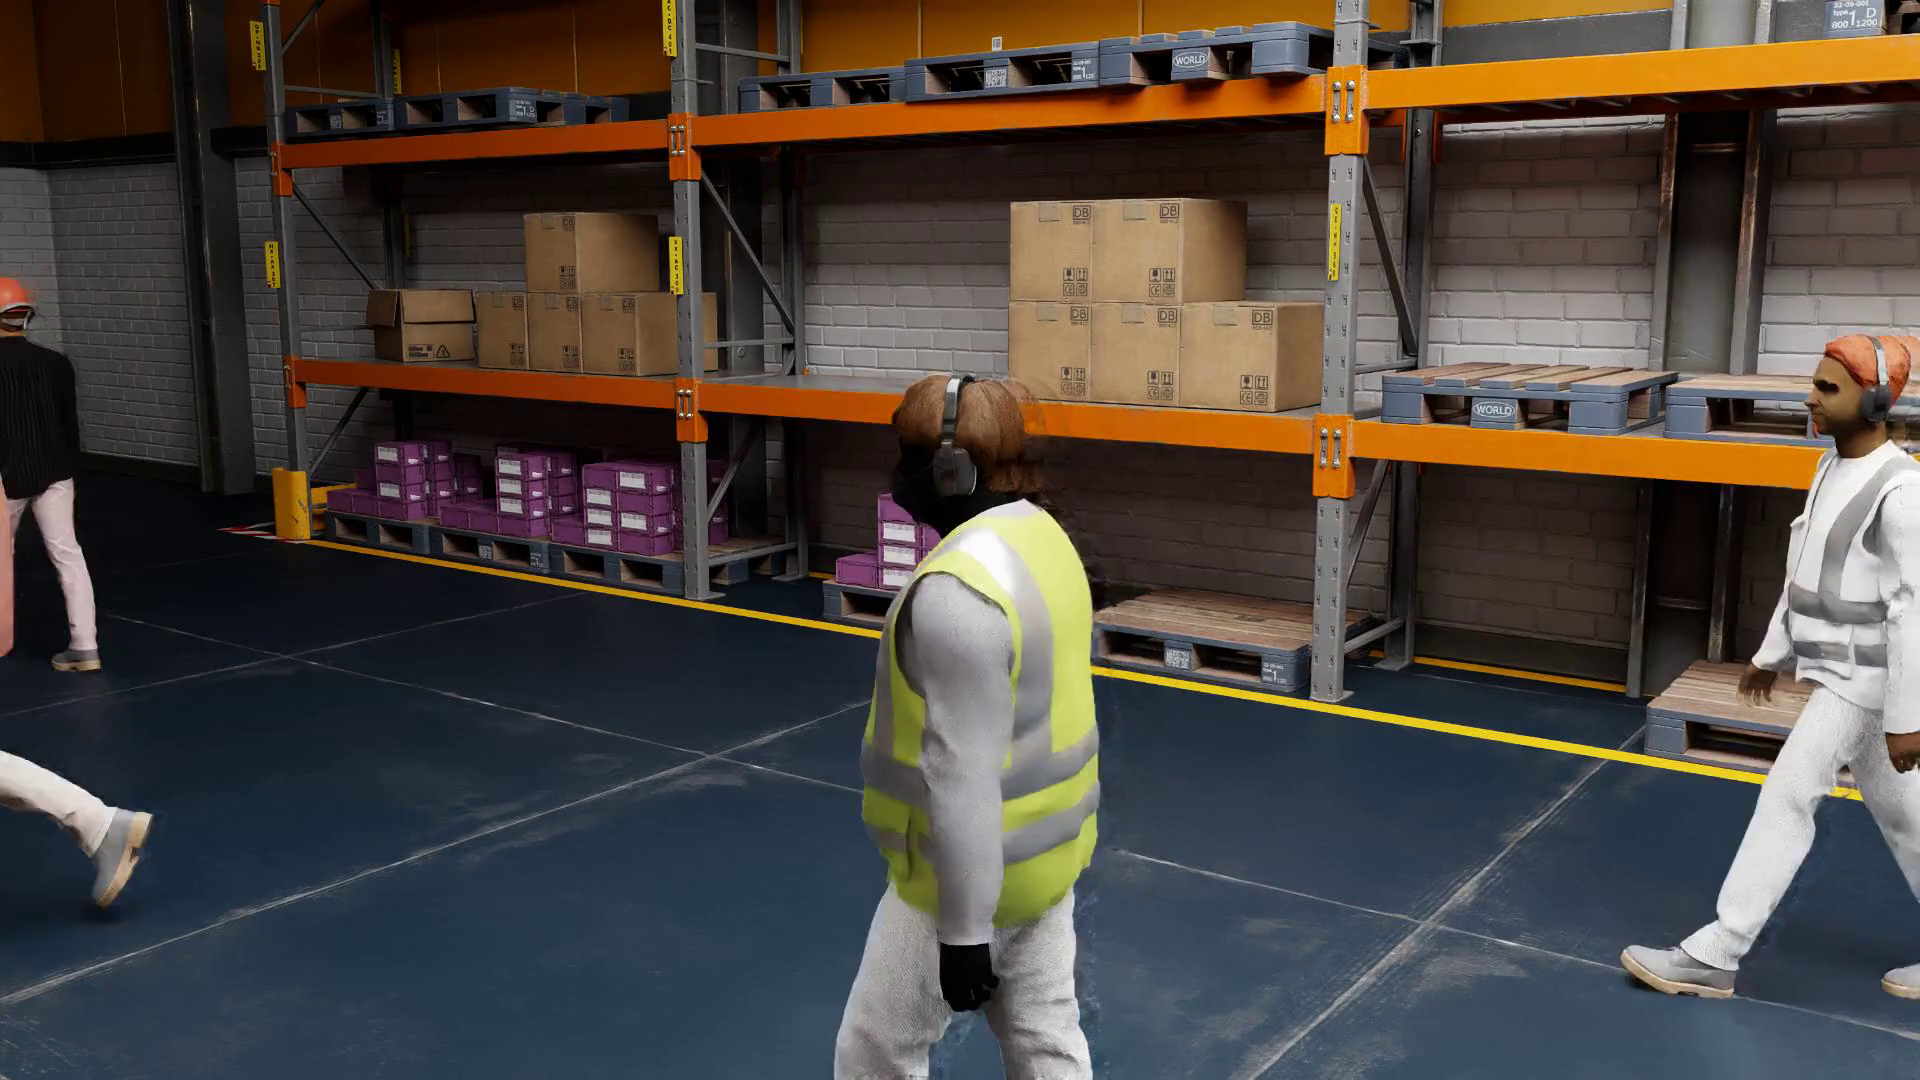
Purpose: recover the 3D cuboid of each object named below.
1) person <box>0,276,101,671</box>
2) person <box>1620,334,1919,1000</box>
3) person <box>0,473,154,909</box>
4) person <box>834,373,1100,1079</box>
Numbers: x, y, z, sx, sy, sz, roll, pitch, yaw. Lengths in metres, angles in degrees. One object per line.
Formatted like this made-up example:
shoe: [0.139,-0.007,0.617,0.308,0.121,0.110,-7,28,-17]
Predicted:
person: [-4.670,-0.322,8.241,1.045,1.937,0.648,5,11,30]
person: [2.398,0.369,4.480,1.002,1.839,0.572,2,10,14]
person: [-2.804,0.255,4.718,0.746,1.976,0.624,-5,11,-28]
person: [-0.078,0.598,3.141,0.794,1.813,0.660,3,10,20]
